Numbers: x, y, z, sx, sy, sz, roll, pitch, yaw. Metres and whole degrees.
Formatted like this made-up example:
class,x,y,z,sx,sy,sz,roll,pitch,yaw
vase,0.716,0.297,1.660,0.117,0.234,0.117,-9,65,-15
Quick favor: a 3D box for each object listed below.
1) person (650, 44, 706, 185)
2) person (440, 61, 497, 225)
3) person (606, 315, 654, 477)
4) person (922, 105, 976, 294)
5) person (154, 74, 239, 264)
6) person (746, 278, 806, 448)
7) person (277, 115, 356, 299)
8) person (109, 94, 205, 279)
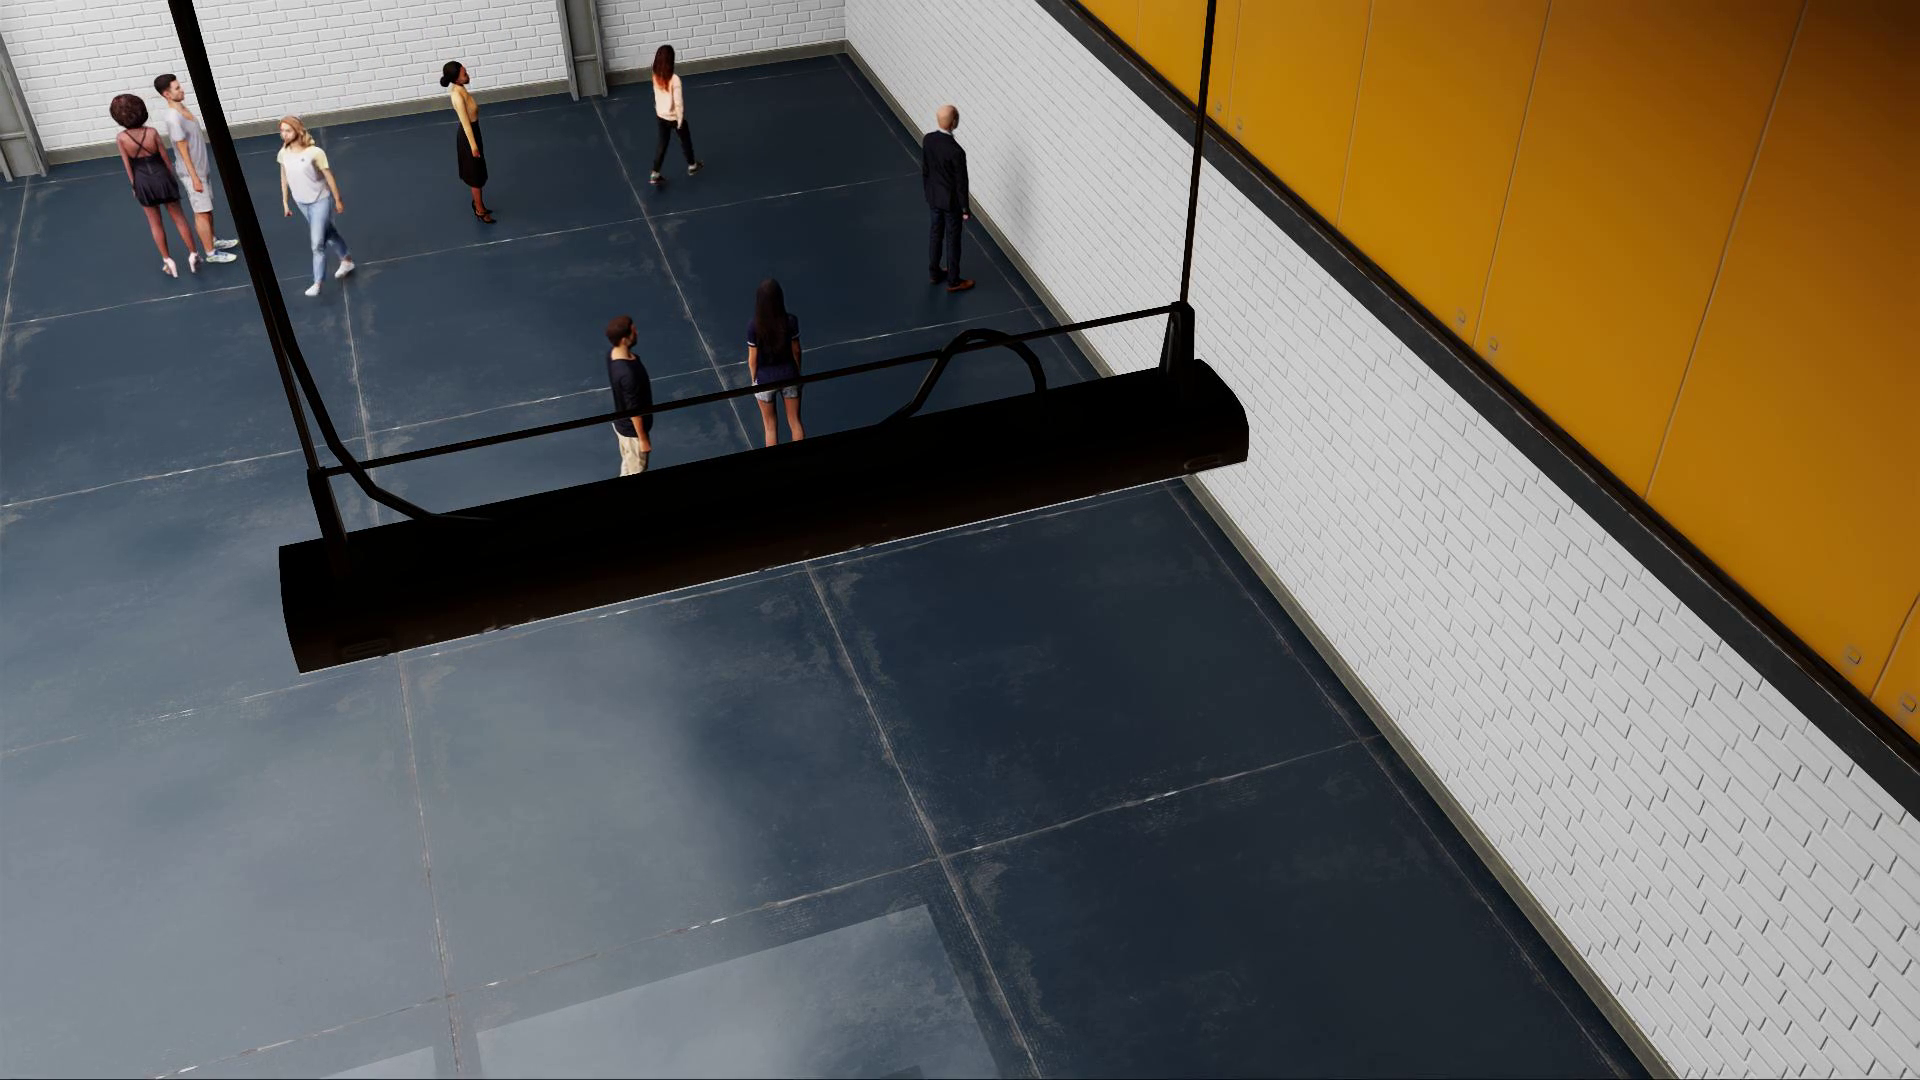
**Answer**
class,x,y,z,sx,sy,sz,roll,pitch,yaw
person,-3.037,-4.351,17.133,0.906,1.460,1.020,22,43,25
person,-4.851,-3.939,16.464,0.519,1.653,0.553,-12,40,-15
person,-2.460,-0.850,12.437,0.563,1.851,0.648,-15,41,-18
person,-0.127,-3.157,15.367,0.776,1.798,0.741,31,48,33
person,-7.293,-3.542,15.806,0.562,1.853,0.697,-10,40,-12
person,-1.428,-1.243,12.997,0.495,1.766,0.650,-9,39,-11
person,-5.959,-3.164,15.468,1.133,1.684,1.092,8,39,10
person,-7.534,-3.310,15.567,0.512,1.789,0.649,-18,42,-21
